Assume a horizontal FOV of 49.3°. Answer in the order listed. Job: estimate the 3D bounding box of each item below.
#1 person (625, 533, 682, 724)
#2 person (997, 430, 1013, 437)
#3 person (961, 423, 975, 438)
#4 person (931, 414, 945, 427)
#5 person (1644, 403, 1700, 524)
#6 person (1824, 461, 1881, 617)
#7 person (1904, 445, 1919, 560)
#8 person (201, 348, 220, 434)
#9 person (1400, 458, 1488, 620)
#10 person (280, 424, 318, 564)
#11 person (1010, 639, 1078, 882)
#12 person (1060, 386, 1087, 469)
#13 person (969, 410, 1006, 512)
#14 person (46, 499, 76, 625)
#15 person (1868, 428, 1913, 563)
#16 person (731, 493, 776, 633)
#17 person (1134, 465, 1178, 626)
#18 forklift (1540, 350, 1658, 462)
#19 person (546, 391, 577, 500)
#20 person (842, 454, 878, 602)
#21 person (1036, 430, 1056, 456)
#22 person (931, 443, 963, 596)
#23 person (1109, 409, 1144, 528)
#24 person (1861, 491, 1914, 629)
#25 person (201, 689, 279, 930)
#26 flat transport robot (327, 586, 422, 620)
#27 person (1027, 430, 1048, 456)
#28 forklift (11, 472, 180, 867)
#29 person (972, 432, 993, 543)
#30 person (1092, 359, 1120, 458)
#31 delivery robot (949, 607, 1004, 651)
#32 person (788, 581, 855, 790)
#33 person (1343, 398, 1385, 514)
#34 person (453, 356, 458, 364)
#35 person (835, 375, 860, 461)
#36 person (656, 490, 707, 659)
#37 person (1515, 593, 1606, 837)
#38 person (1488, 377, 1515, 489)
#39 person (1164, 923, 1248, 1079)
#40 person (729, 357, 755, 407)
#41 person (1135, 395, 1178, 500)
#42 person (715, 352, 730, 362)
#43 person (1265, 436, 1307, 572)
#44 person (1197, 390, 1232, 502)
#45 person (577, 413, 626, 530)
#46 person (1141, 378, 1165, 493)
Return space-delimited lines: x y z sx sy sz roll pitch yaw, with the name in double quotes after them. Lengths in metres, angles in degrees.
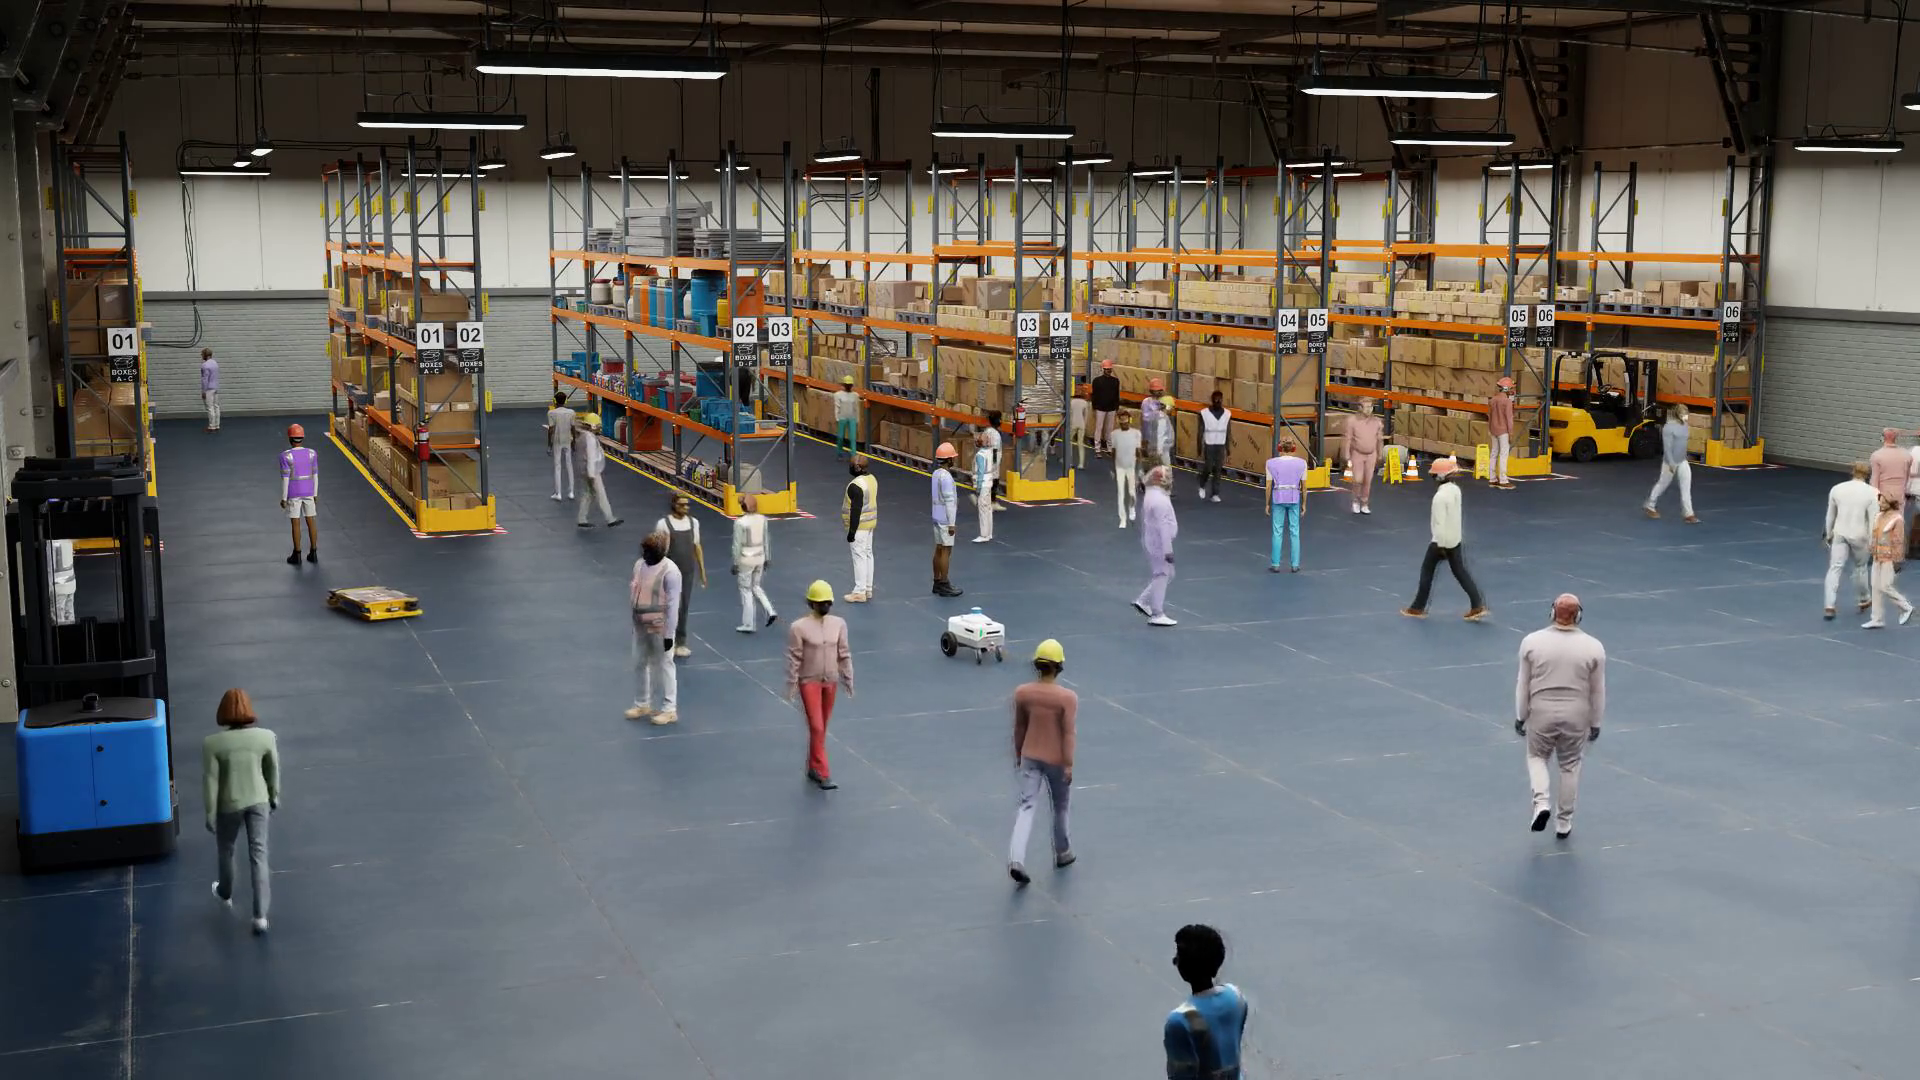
-2.889 0.832 19.758 0.696 1.821 0.433 7 11 41 "person"
1.017 -3.268 46.763 0.551 1.909 0.744 -5 10 -30 "person"
0.160 -3.224 46.651 0.599 1.842 0.885 -4 10 -27 "person"
-0.496 -3.247 47.663 0.525 1.586 0.853 -1 9 -8 "person"
11.320 -1.231 33.245 0.630 1.898 1.019 -5 10 -28 "person"
10.735 -0.016 25.188 0.695 1.871 1.045 8 12 44 "person"
13.619 -0.683 29.471 0.627 1.912 0.585 -1 9 -3 "person"
-17.003 -3.387 47.481 0.377 1.935 0.629 1 9 4 "person"
5.822 -0.011 24.916 1.023 1.951 0.624 7 11 40 "person"
-9.210 -0.648 29.171 0.542 1.939 0.359 -8 12 -42 "person"
0.586 1.577 15.058 0.527 1.727 0.888 4 10 26 "person"
2.210 -2.191 40.599 0.513 1.593 0.839 -3 9 -19 "person"
0.459 -1.288 34.294 0.566 1.684 0.542 -1 9 -10 "person"
-9.254 0.509 21.419 0.389 1.949 0.604 0 9 0 "person"
12.972 -0.633 29.342 0.643 1.858 0.994 -1 9 -4 "person"
-2.411 0.264 24.128 0.378 1.628 0.526 6 10 35 "person"
2.360 0.064 24.572 0.426 1.893 0.654 0 9 -1 "person"
12.897 -2.725 42.309 2.313 2.155 1.214 -3 9 -21 "forklift"
-6.842 -1.630 35.940 0.531 1.870 0.316 -5 10 -28 "person"
-1.265 -0.159 26.229 0.429 1.845 0.627 3 9 17 "person"
1.737 -2.744 42.799 0.614 2.038 0.395 0 9 -2 "person"
-0.177 -0.270 26.632 0.340 1.942 0.551 -3 9 -19 "person"
2.601 -1.136 32.701 0.544 1.852 0.635 1 9 8 "person"
10.798 0.230 24.346 0.470 1.626 0.521 -1 9 -7 "person"
-4.846 1.782 14.106 0.528 1.582 0.855 -5 10 -33 "person"
-7.137 0.755 25.489 0.652 0.197 1.431 -6 11 -36 "flat transport robot"
1.561 -2.552 42.048 0.607 1.872 0.885 -2 9 -15 "person"
-6.630 0.886 15.957 1.129 2.768 1.873 -3 9 -21 "forklift"
0.336 -0.784 31.071 0.310 1.638 0.523 2 9 15 "person"
2.958 -2.660 42.396 0.608 1.995 0.377 -3 9 -20 "person"
0.177 0.977 22.752 0.477 0.478 0.707 -5 10 -31 "delivery robot"
-1.106 1.210 17.416 0.547 1.733 0.800 -6 10 -33 "person"
6.592 -1.357 34.027 0.672 1.891 0.508 -2 9 -11 "person"
-12.304 -3.894 51.207 0.594 1.812 0.611 -6 10 -34 "person"
-2.238 -2.407 41.541 0.534 1.743 0.722 -2 9 -15 "person"
-2.974 0.375 22.699 0.521 1.826 0.597 -7 11 -39 "person"
4.594 1.346 16.032 0.663 1.887 0.469 2 9 14 "person"
9.702 -1.913 37.444 0.394 1.985 0.611 -4 9 -22 "person"
1.111 2.497 9.158 0.528 1.652 0.890 -8 12 -43 "person"
-5.156 -3.678 49.171 0.691 2.000 1.016 -1 9 -5 "person"
3.398 -1.585 35.883 0.644 1.799 0.603 0 9 -1 "person"
-5.606 -3.714 49.870 0.663 1.856 0.429 -2 9 -12 "person"
4.420 -0.486 28.394 0.569 1.845 0.384 0 9 1 "person"
4.339 -1.604 35.673 0.594 1.901 0.438 -3 9 -18 "person"
-5.580 -1.055 32.316 0.752 1.799 0.622 -3 9 -22 "person"
3.430 -1.838 36.821 0.449 2.032 0.631 7 11 40 "person"
